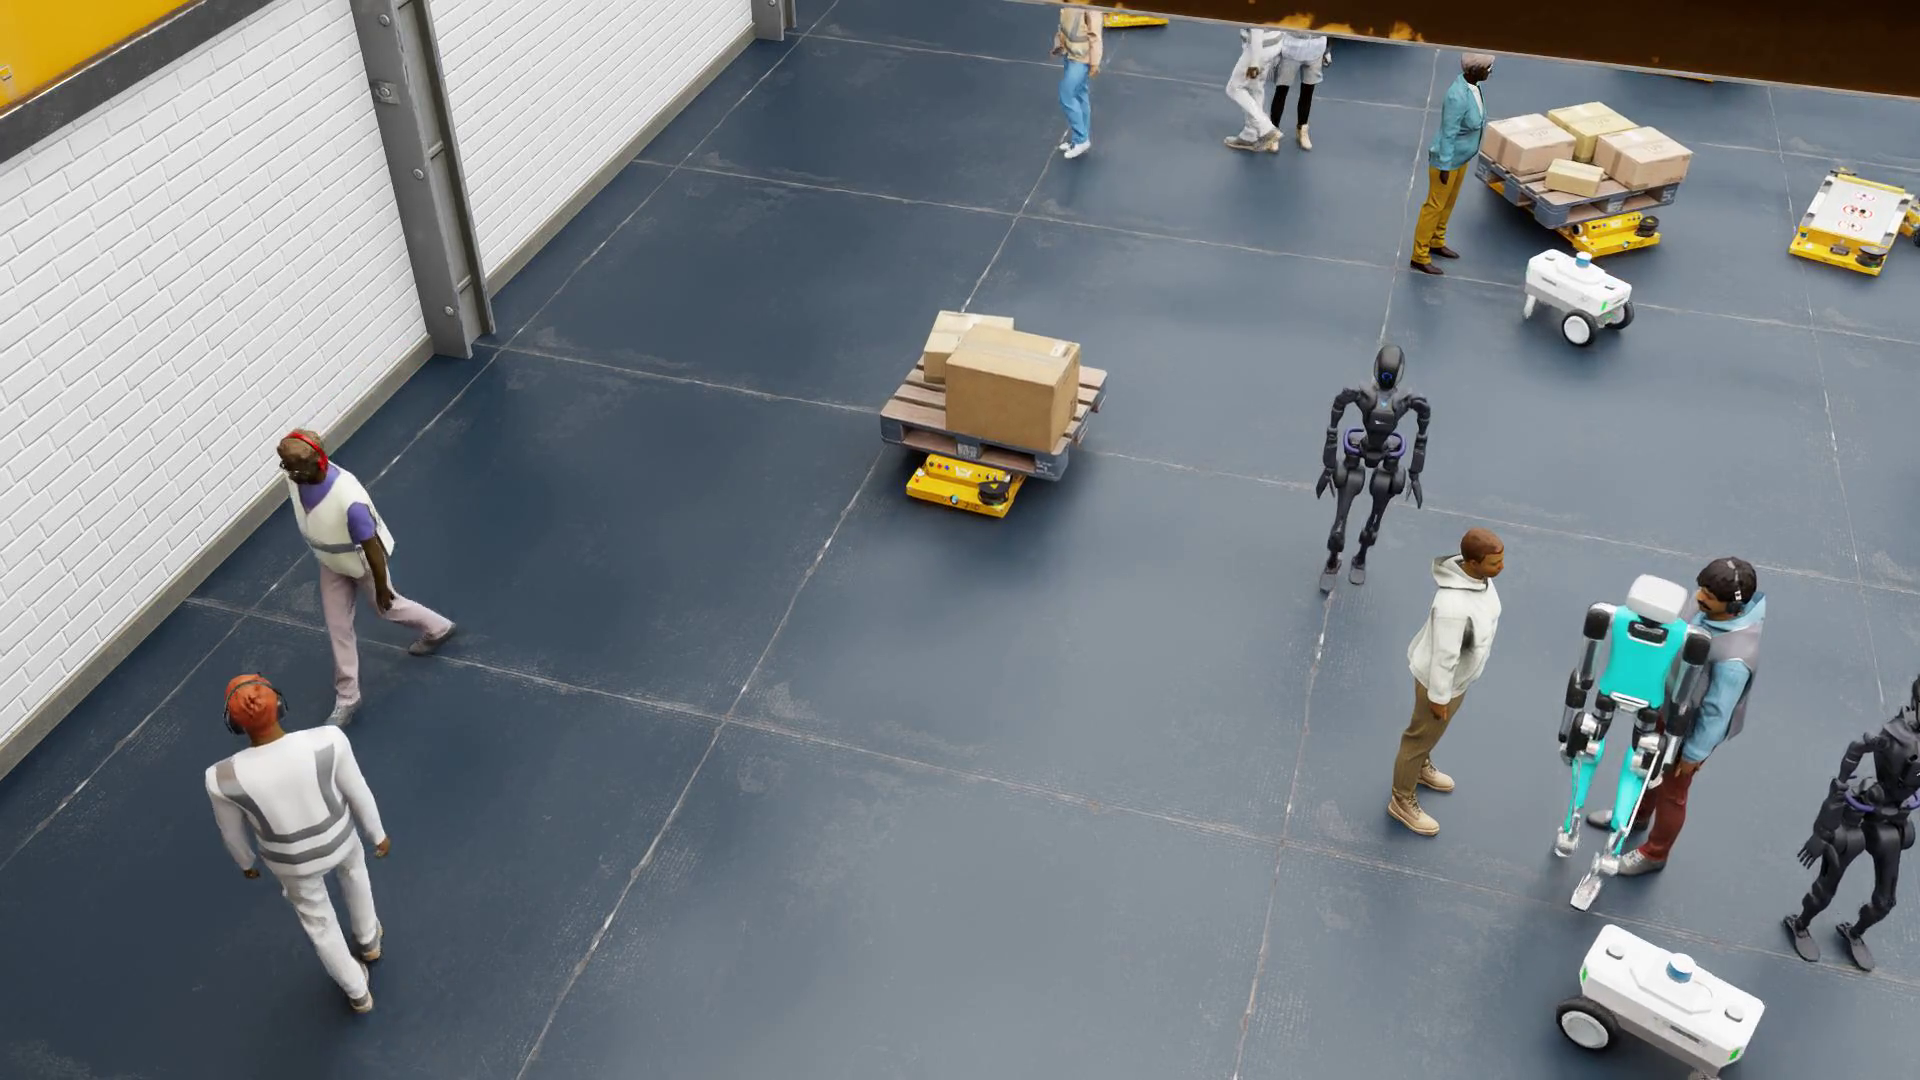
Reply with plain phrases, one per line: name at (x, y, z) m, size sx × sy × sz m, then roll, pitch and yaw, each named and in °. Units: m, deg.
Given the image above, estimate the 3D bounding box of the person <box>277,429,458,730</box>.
person at (-3.140, 0.097, 8.674) m, size 0.569 × 1.791 × 0.914 m, roll 21°, pitch 43°, yaw 24°

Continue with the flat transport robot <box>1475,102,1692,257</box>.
flat transport robot at (4.905, -2.722, 13.391) m, size 0.659 × 0.231 × 1.431 m, roll -14°, pitch 41°, yaw -16°

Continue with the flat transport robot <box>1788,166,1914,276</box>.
flat transport robot at (7.076, -2.537, 13.160) m, size 0.659 × 0.231 × 1.431 m, roll 23°, pitch 44°, yaw 25°

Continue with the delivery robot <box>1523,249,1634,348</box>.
delivery robot at (4.453, -1.776, 11.985) m, size 0.508 × 0.595 × 0.766 m, roll -25°, pitch 45°, yaw -28°

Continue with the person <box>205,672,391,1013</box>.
person at (-2.819, 1.259, 7.166) m, size 0.614 × 1.859 × 0.669 m, roll -19°, pitch 42°, yaw -22°

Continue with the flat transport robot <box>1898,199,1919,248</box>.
flat transport robot at (7.894, -2.240, 12.791) m, size 0.659 × 0.231 × 1.431 m, roll -9°, pitch 40°, yaw -11°

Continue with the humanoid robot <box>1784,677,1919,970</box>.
humanoid robot at (4.029, 1.261, 7.303) m, size 0.601 × 1.650 × 0.378 m, roll -3°, pitch 39°, yaw -4°

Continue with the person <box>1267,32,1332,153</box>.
person at (2.866, -4.082, 13.940) m, size 0.532 × 1.697 × 0.319 m, roll -4°, pitch 39°, yaw -5°

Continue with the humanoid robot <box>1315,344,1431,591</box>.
humanoid robot at (2.338, -0.412, 9.396) m, size 0.602 × 1.647 × 0.393 m, roll 7°, pitch 39°, yaw 9°

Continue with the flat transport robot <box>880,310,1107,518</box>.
flat transport robot at (0.220, -0.682, 10.853) m, size 0.659 × 0.231 × 1.431 m, roll 14°, pitch 41°, yaw 17°

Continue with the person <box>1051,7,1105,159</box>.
person at (0.963, -4.040, 13.876) m, size 0.472 × 1.714 × 0.502 m, roll -10°, pitch 40°, yaw -12°

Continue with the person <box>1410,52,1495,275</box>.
person at (3.663, -2.825, 12.340) m, size 0.343 × 1.750 × 0.527 m, roll 22°, pitch 44°, yaw 25°

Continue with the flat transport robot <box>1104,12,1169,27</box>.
flat transport robot at (1.644, -5.580, 16.946) m, size 0.659 × 0.231 × 1.431 m, roll -5°, pitch 39°, yaw -7°

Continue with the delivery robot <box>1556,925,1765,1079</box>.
delivery robot at (3.072, 2.023, 7.250) m, size 0.767 × 0.583 × 0.499 m, roll 26°, pitch 46°, yaw 29°

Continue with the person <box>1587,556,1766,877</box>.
person at (3.377, 0.821, 7.707) m, size 0.418 × 1.870 × 0.542 m, roll 1°, pitch 39°, yaw 1°

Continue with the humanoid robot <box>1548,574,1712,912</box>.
humanoid robot at (2.926, 1.061, 7.538) m, size 0.562 × 1.799 × 0.789 m, roll 17°, pitch 42°, yaw 20°

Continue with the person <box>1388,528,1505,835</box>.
person at (2.325, 0.646, 8.006) m, size 0.368 × 1.767 × 0.529 m, roll 19°, pitch 42°, yaw 22°

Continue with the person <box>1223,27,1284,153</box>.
person at (2.485, -4.084, 13.814) m, size 0.471 × 1.869 × 0.587 m, roll 19°, pitch 42°, yaw 22°
